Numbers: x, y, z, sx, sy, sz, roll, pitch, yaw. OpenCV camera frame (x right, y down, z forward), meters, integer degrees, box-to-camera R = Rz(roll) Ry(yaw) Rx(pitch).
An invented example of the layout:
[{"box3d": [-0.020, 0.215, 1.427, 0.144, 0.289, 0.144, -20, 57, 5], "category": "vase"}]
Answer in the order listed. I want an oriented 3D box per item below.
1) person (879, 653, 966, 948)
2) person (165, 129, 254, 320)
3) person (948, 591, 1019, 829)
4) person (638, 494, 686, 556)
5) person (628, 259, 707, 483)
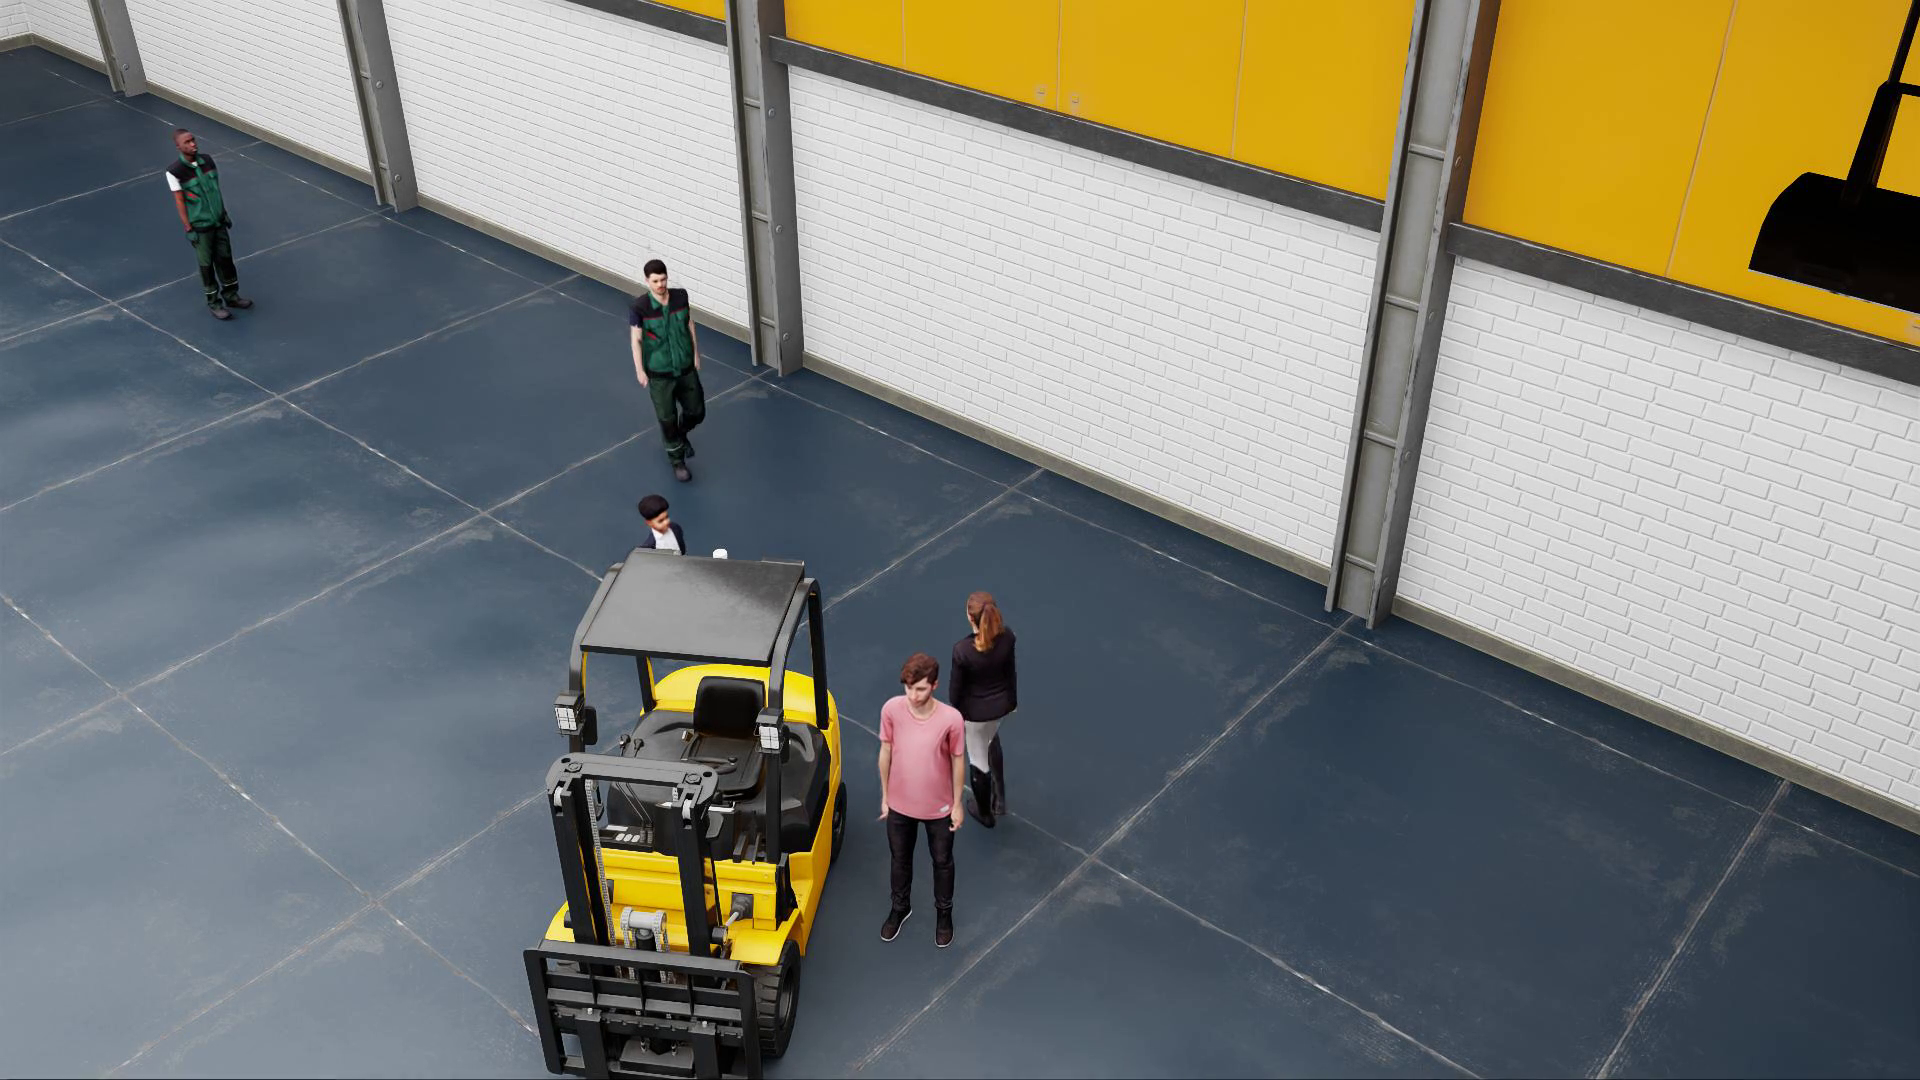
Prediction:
[{"box3d": [-0.203, 1.404, 9.067, 0.652, 1.957, 0.770, 6, 34, 9], "category": "person"}, {"box3d": [-7.192, -3.028, 15.840, 0.708, 1.840, 0.749, 14, 36, 20], "category": "person"}, {"box3d": [0.182, 1.063, 9.793, 0.676, 1.722, 0.706, -17, 37, -23], "category": "person"}, {"box3d": [-2.071, 0.194, 11.554, 0.616, 1.220, 0.508, 26, 42, 33], "category": "person"}, {"box3d": [-2.354, -1.411, 13.360, 0.844, 1.892, 0.912, -19, 38, -26], "category": "person"}]
